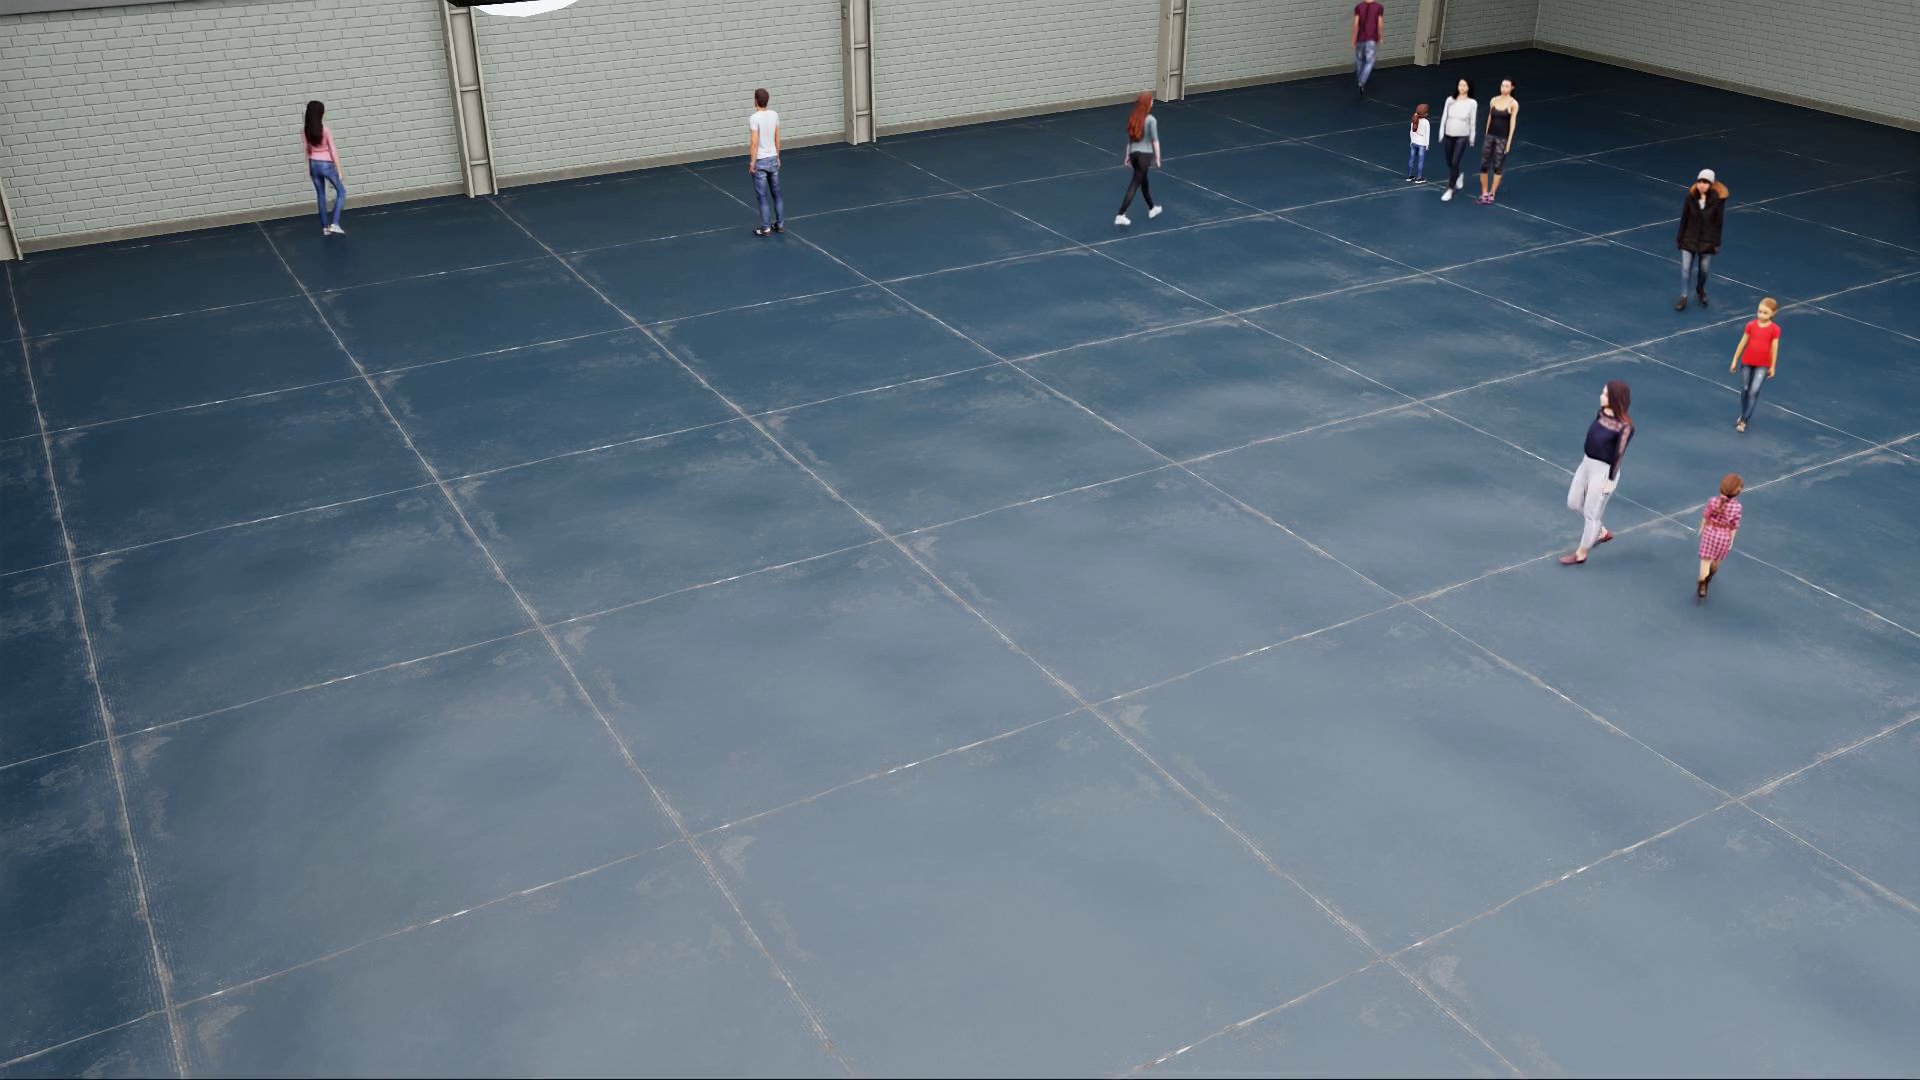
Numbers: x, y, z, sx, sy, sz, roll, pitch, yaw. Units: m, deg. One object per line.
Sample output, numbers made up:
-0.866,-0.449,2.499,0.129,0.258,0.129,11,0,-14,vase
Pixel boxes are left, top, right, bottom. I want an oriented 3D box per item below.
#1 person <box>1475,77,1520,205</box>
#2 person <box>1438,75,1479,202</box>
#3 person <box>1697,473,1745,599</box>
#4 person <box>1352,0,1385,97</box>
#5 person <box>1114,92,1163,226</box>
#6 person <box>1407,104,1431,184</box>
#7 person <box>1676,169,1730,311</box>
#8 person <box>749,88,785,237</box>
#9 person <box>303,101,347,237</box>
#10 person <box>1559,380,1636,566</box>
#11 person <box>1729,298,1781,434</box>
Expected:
7.379,-5.453,22.672,0.685,1.719,0.754,20,33,34,person
6.886,-5.564,22.934,0.902,1.677,1.127,18,32,31,person
5.868,-0.030,12.913,0.690,1.011,0.798,10,29,19,person
7.008,-8.596,28.662,1.017,1.823,1.198,14,30,25,person
2.300,-4.901,21.629,0.818,1.692,1.231,24,36,39,person
6.573,-5.694,23.805,0.529,1.110,0.490,-24,36,-38,person
8.373,-3.396,18.792,0.824,1.614,0.920,13,30,24,person
-2.492,-4.856,21.352,0.567,1.866,0.733,-24,36,-38,person
-8.154,-4.739,21.266,0.782,1.737,0.842,0,27,0,person
5.131,-0.523,13.227,0.782,1.600,0.723,-4,28,-8,person
7.596,-1.689,15.829,0.655,1.291,0.840,23,35,37,person
